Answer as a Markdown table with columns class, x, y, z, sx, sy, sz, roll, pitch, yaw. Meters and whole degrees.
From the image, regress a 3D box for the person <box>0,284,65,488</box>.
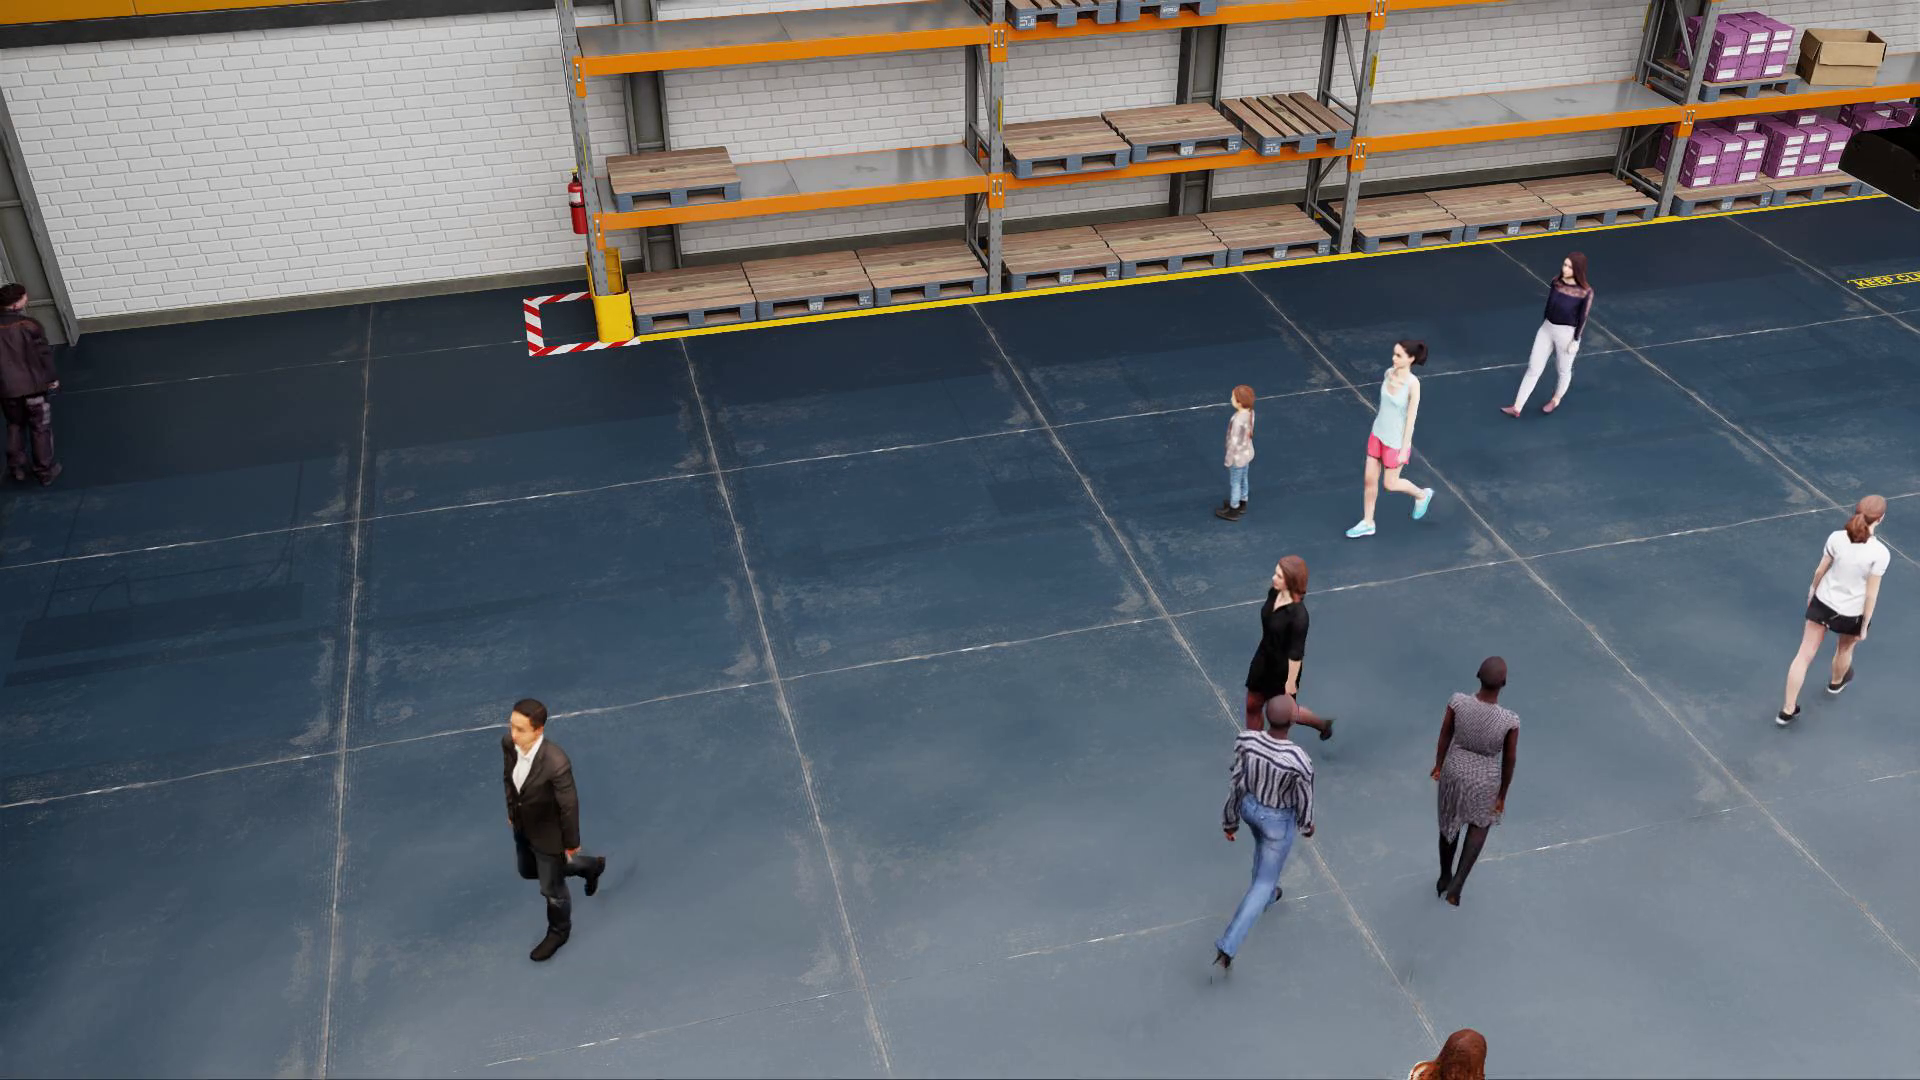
| class | x | y | z | sx | sy | sz | roll | pitch | yaw |
| --- | --- | --- | --- | --- | --- | --- | --- | --- | --- |
| person | -7.819 | -1.286 | 13.829 | 0.607 | 1.806 | 0.871 | -13 | 36 | -19 |

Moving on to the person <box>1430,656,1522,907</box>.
| class | x | y | z | sx | sy | sz | roll | pitch | yaw |
| --- | --- | --- | --- | --- | --- | --- | --- | --- | --- |
| person | 2.944 | 1.474 | 9.702 | 0.861 | 1.779 | 0.919 | 17 | 37 | 24 |

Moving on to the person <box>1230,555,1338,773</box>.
| class | x | y | z | sx | sy | sz | roll | pitch | yaw |
| --- | --- | --- | --- | --- | --- | --- | --- | --- | --- |
| person | 2.138 | 0.816 | 10.774 | 0.964 | 1.685 | 0.609 | -10 | 35 | -14 |

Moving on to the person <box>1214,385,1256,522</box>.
| class | x | y | z | sx | sy | sz | roll | pitch | yaw |
| --- | --- | --- | --- | --- | --- | --- | --- | --- | --- |
| person | 2.280 | -0.714 | 13.520 | 0.606 | 1.195 | 0.543 | 19 | 38 | 26 |

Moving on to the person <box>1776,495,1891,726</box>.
| class | x | y | z | sx | sy | sz | roll | pitch | yaw |
| --- | --- | --- | --- | --- | --- | --- | --- | --- | --- |
| person | 5.860 | 0.523 | 11.190 | 0.958 | 1.714 | 1.141 | 28 | 43 | 36 |

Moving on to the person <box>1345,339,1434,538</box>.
| class | x | y | z | sx | sy | sz | roll | pitch | yaw |
| --- | --- | --- | --- | --- | --- | --- | --- | --- | --- |
| person | 3.478 | -0.797 | 13.143 | 0.990 | 1.750 | 0.667 | -13 | 36 | -19 |

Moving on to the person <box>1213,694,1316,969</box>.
| class | x | y | z | sx | sy | sz | roll | pitch | yaw |
| --- | --- | --- | --- | --- | --- | --- | --- | --- | --- |
| person | 1.699 | 1.674 | 9.420 | 1.012 | 1.756 | 1.190 | 26 | 42 | 33 |

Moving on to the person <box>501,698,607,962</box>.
| class | x | y | z | sx | sy | sz | roll | pitch | yaw |
| --- | --- | --- | --- | --- | --- | --- | --- | --- | --- |
| person | -2.325 | 1.584 | 9.525 | 0.963 | 1.791 | 1.051 | 24 | 40 | 31 |

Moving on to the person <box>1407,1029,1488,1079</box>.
| class | x | y | z | sx | sy | sz | roll | pitch | yaw |
| --- | --- | --- | --- | --- | --- | --- | --- | --- | --- |
| person | 2.112 | 2.904 | 7.625 | 1.093 | 1.695 | 0.838 | -22 | 40 | -30 |

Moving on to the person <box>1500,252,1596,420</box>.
| class | x | y | z | sx | sy | sz | roll | pitch | yaw |
| --- | --- | --- | --- | --- | --- | --- | --- | --- | --- |
| person | 5.387 | -1.821 | 14.839 | 1.057 | 1.578 | 0.842 | -23 | 40 | -31 |
